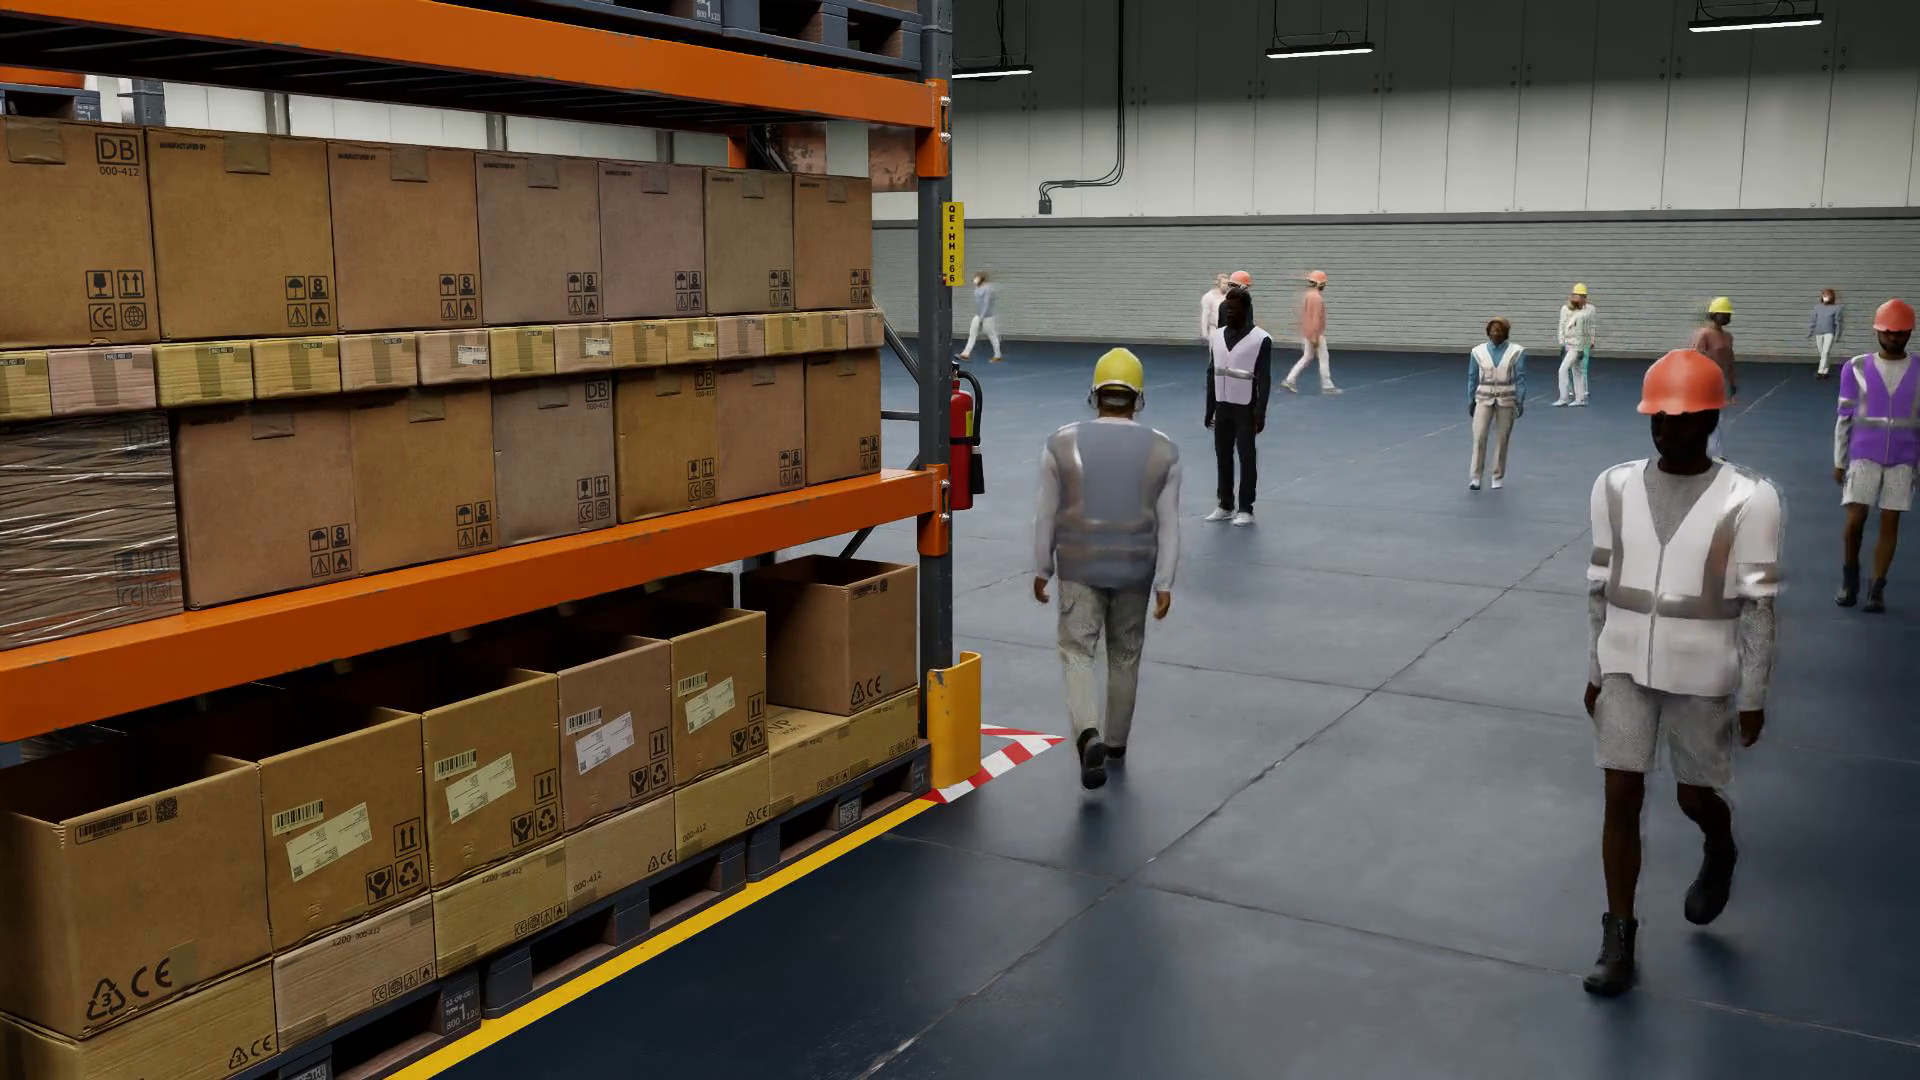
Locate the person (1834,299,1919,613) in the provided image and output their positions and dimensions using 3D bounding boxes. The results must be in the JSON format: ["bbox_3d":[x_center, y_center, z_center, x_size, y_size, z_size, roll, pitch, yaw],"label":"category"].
[{"bbox_3d":[5.630,-0.498,10.128,0.542,1.922,0.422,4,11,24],"label":"person"}]

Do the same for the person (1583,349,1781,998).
[{"bbox_3d":[2.187,0.371,5.055,0.548,1.915,0.831,8,13,40],"label":"person"}]

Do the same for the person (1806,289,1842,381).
[{"bbox_3d":[15.148,-3.591,29.163,0.866,1.590,0.496,-7,12,-35],"label":"person"}]

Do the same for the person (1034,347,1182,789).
[{"bbox_3d":[0.608,0.116,6.853,0.599,1.808,0.769,0,10,0],"label":"person"}]

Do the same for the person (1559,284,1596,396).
[{"bbox_3d":[9.542,-3.070,25.660,0.548,1.737,0.763,2,10,9],"label":"person"}]

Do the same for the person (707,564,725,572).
[{"bbox_3d":[-1.507,-0.598,10.865,0.576,1.865,0.660,4,10,20],"label":"person"}]

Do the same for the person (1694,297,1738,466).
[{"bbox_3d":[7.828,-1.605,17.077,0.547,1.741,0.711,-6,12,-33],"label":"person"}]

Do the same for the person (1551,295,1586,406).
[{"bbox_3d":[8.805,-2.731,24.063,0.637,1.617,0.513,2,10,10],"label":"person"}]

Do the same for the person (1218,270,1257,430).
[{"bbox_3d":[3.467,-2.359,20.783,0.376,1.996,0.608,-6,11,-32],"label":"person"}]

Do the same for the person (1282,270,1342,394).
[{"bbox_3d":[5.594,-3.289,26.337,0.903,1.964,0.631,-1,10,-8],"label":"person"}]

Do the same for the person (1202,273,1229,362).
[{"bbox_3d":[4.271,-3.391,27.160,0.669,1.917,0.497,-4,10,-20],"label":"person"}]

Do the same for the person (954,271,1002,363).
[{"bbox_3d":[0.410,-4.536,33.902,1.066,1.872,0.635,-6,11,-31],"label":"person"}]

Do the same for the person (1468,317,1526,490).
[{"bbox_3d":[4.946,-1.238,15.370,0.518,1.606,0.801,4,10,20],"label":"person"}]

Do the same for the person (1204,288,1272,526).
[{"bbox_3d":[2.253,-1.073,13.543,0.451,1.927,0.608,-9,14,-44],"label":"person"}]
